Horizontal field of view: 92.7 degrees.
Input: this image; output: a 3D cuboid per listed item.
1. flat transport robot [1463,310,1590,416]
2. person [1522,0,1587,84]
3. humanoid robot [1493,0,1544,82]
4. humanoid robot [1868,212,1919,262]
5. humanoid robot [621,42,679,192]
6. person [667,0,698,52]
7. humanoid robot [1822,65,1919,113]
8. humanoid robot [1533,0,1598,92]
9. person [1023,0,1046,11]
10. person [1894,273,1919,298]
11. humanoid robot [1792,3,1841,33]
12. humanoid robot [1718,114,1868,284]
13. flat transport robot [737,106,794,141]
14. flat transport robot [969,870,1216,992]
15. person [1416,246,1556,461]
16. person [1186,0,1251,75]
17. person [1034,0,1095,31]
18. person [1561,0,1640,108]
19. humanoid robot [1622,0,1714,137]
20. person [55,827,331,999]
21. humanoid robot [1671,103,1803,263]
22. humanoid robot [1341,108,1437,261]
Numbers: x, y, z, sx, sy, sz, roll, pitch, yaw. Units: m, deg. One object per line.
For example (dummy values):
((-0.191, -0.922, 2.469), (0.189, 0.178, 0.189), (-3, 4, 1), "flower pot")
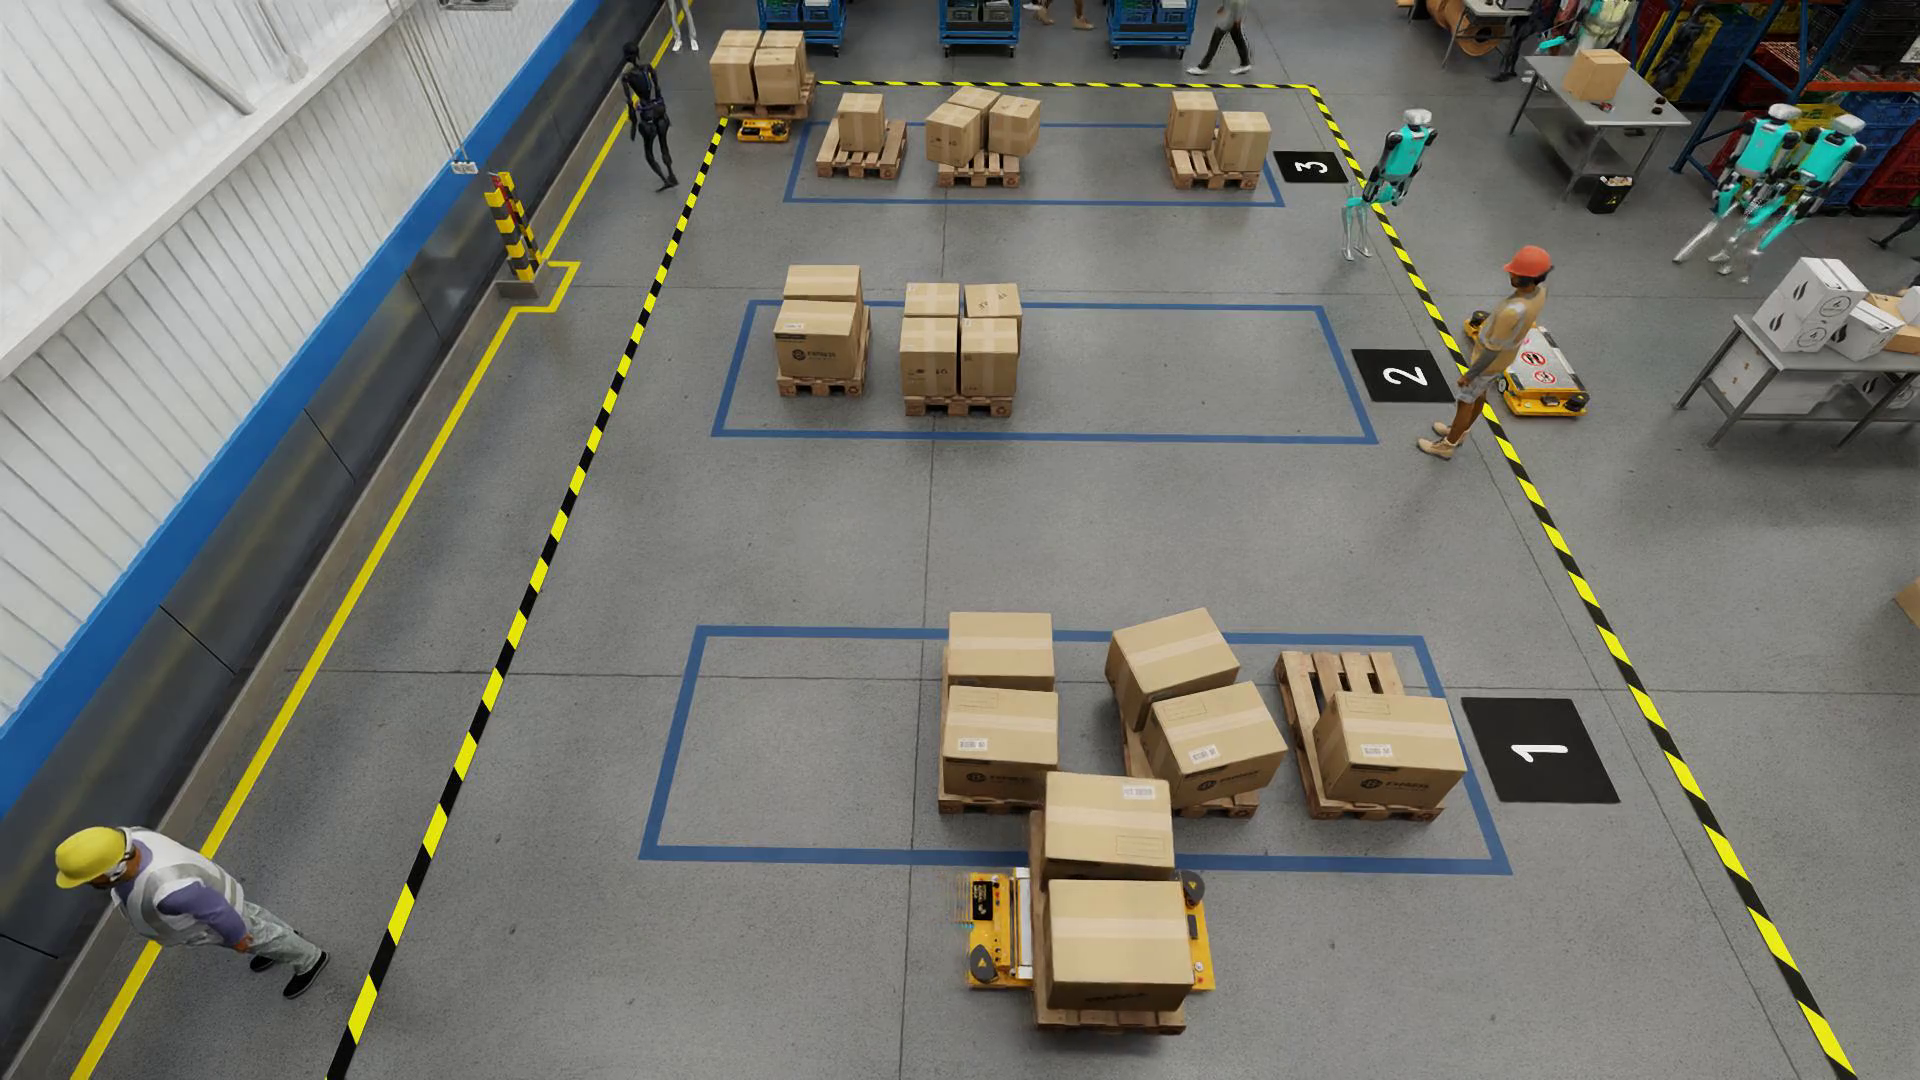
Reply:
((5.573, -1.757, 9.054), (0.659, 0.231, 1.431), (1, 49, 1), "flat transport robot")
((8.563, -7.446, 12.895), (0.403, 1.915, 0.590), (22, 53, 18), "person")
((8.089, -7.408, 13.026), (0.472, 1.635, 0.590), (-1, 49, -1), "humanoid robot")
((10.801, -3.793, 9.901), (0.704, 1.630, 0.609), (9, 50, 7), "humanoid robot")
((-3.702, -5.041, 10.963), (0.398, 1.639, 0.603), (21, 52, 17), "humanoid robot")
((-4.278, -8.322, 13.681), (0.507, 1.866, 0.328), (-3, 49, -2), "person")
((11.512, -5.744, 11.563), (1.021, 1.759, 0.544), (11, 50, 10), "humanoid robot")
((8.419, -7.145, 12.661), (0.533, 1.672, 0.735), (-29, 55, -23), "humanoid robot")
((1.259, -9.614, 14.803), (0.309, 1.859, 0.530), (34, 57, 26), "person")
((10.335, -3.183, 9.252), (0.364, 1.837, 0.526), (-13, 50, -11), "person")
((12.372, -7.646, 13.225), (0.611, 1.645, 0.487), (-6, 49, -5), "humanoid robot")
((8.555, -3.478, 9.559), (0.670, 1.772, 0.546), (-22, 53, -18), "humanoid robot")
((-2.634, -5.927, 12.645), (0.652, 0.197, 1.431), (1, 49, 1), "flat transport robot")
((0.773, 2.326, 5.502), (1.431, 0.197, 0.652), (1, 49, 1), "flat transport robot")
((4.410, -1.527, 7.687), (0.604, 2.037, 0.387), (-34, 57, -26), "person")
((3.899, -7.577, 13.075), (0.955, 1.804, 0.603), (5, 49, 4), "person")
((1.676, -9.003, 14.181), (0.955, 2.005, 0.604), (2, 49, 2), "person")
((8.730, -6.965, 12.549), (0.637, 1.802, 0.905), (9, 50, 8), "person")
((9.186, -6.111, 11.885), (0.327, 1.649, 0.596), (12, 50, 10), "humanoid robot")
((-3.980, 1.950, 4.810), (0.599, 1.830, 0.404), (25, 54, 20), "person")
((8.510, -3.800, 9.870), (0.863, 1.783, 0.565), (-17, 51, -15), "humanoid robot")
((4.471, -3.849, 9.805), (0.533, 1.677, 0.735), (-11, 50, -9), "humanoid robot")
